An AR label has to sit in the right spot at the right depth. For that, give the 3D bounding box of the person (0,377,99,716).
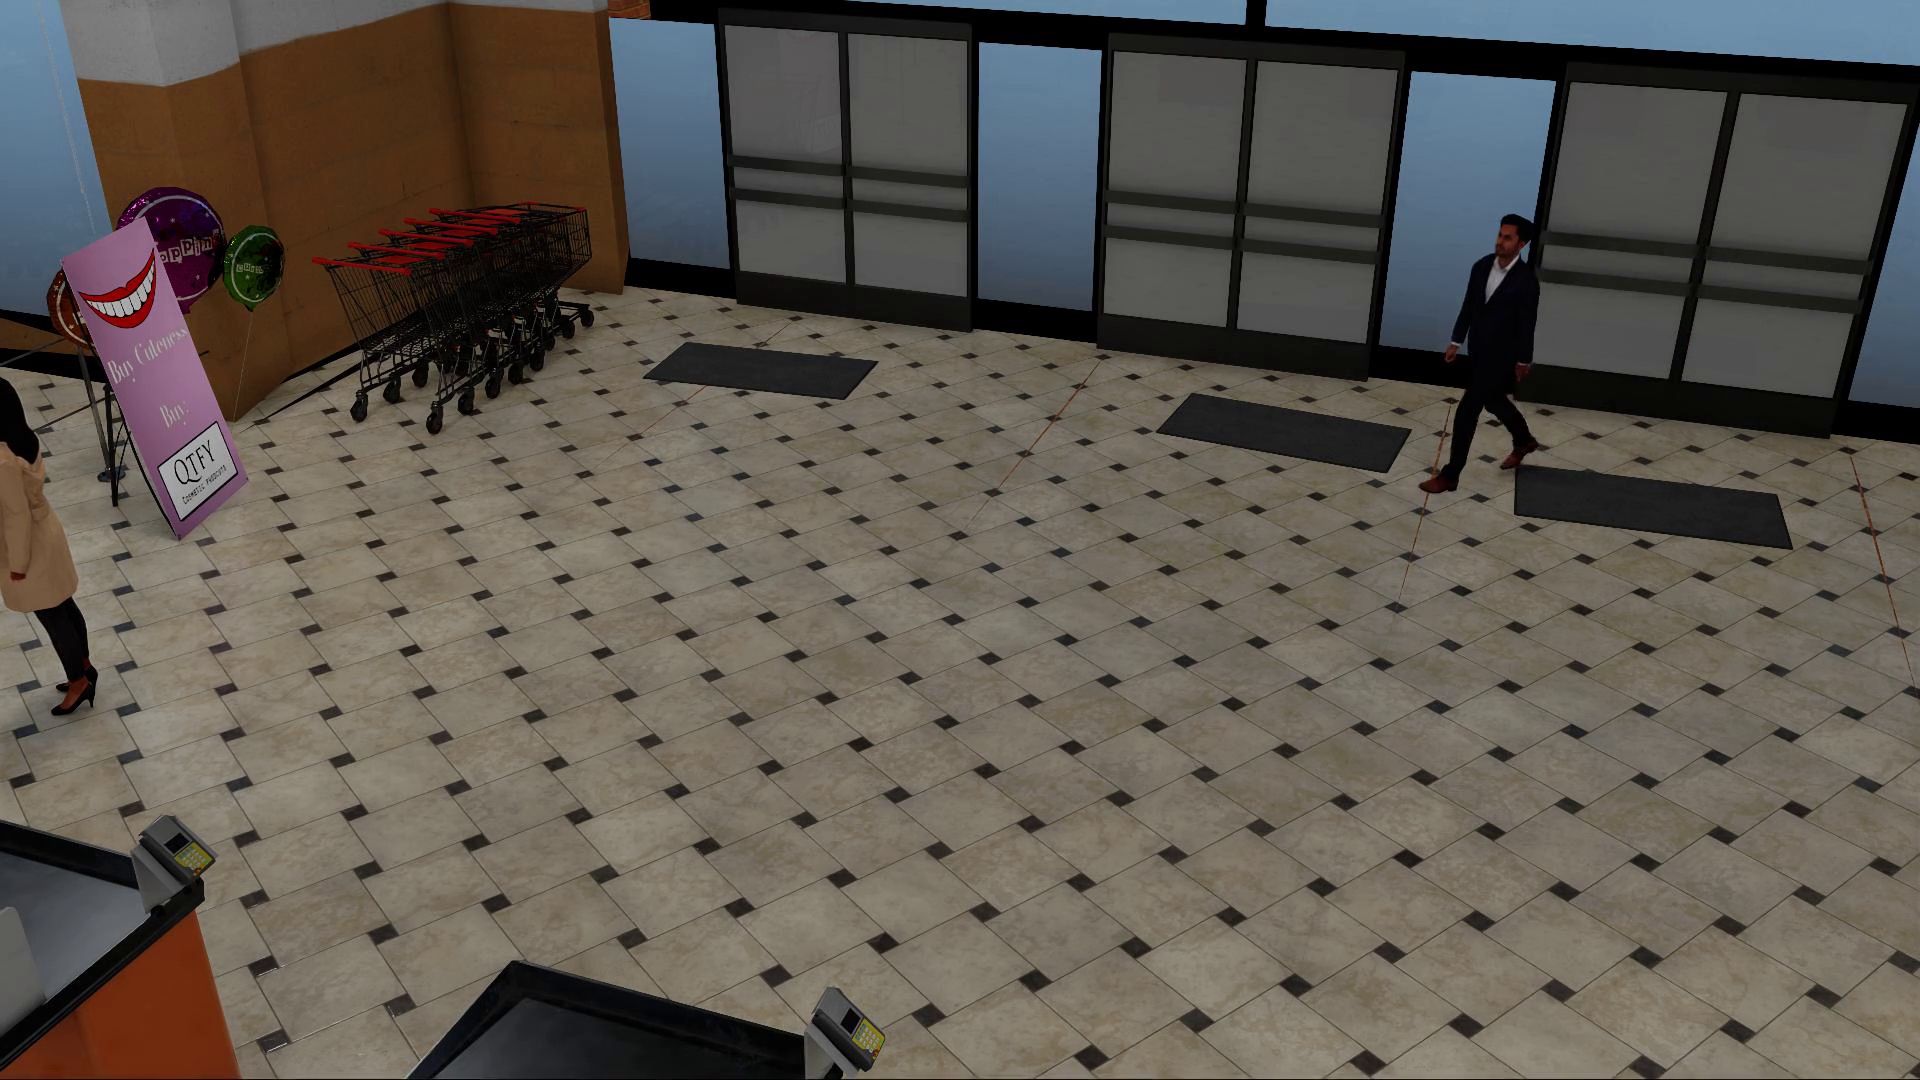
[{"bbox_3d":[-4.295,0.030,7.718,0.778,1.682,0.675,-8,28,-14],"label":"person"}]

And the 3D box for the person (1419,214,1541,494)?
[{"bbox_3d":[3.262,-1.115,9.968,1.190,1.689,1.163,-10,29,-20],"label":"person"}]
